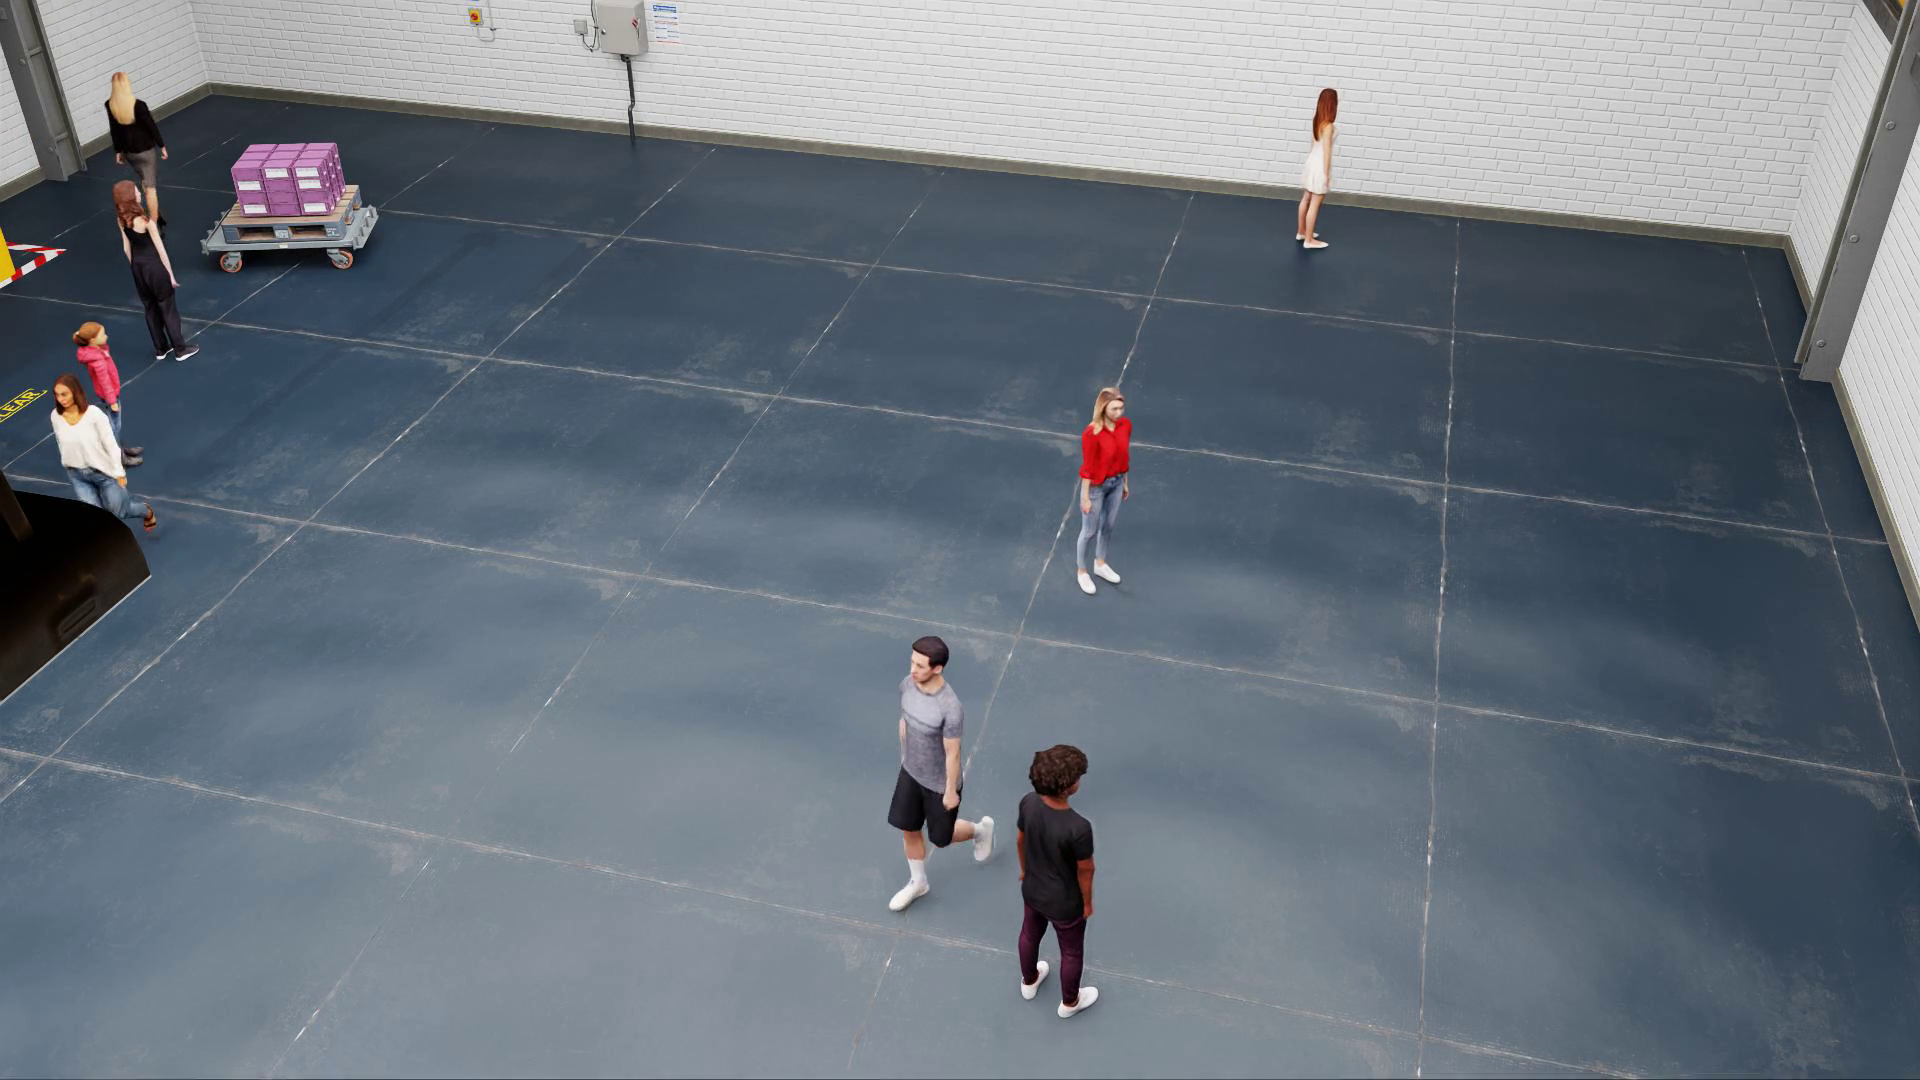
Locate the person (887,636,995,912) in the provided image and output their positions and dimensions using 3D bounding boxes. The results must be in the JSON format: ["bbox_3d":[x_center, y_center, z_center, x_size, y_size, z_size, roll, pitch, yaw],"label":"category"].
[{"bbox_3d":[-0.093,1.328,9.653,1.132,1.842,0.980,-27,42,-34],"label":"person"}]

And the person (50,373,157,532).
[{"bbox_3d":[-6.507,-0.534,12.615,0.718,1.664,0.971,3,34,5],"label":"person"}]

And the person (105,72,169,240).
[{"bbox_3d":[-8.785,-4.046,17.755,0.748,1.823,0.834,-1,34,-1],"label":"person"}]

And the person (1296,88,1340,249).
[{"bbox_3d":[3.828,-3.981,17.758,0.692,1.711,0.584,-5,34,-7],"label":"person"}]

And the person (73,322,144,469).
[{"bbox_3d":[-7.178,-1.228,13.974,0.639,1.314,0.573,-16,37,-23],"label":"person"}]

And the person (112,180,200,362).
[{"bbox_3d":[-7.564,-2.502,15.504,0.569,1.743,0.507,8,34,12],"label":"person"}]

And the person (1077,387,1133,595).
[{"bbox_3d":[1.067,-0.394,12.367,0.666,1.704,0.751,-22,39,-29],"label":"person"}]

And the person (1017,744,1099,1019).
[{"bbox_3d":[0.507,1.841,8.936,0.709,1.780,0.694,23,40,30],"label":"person"}]
